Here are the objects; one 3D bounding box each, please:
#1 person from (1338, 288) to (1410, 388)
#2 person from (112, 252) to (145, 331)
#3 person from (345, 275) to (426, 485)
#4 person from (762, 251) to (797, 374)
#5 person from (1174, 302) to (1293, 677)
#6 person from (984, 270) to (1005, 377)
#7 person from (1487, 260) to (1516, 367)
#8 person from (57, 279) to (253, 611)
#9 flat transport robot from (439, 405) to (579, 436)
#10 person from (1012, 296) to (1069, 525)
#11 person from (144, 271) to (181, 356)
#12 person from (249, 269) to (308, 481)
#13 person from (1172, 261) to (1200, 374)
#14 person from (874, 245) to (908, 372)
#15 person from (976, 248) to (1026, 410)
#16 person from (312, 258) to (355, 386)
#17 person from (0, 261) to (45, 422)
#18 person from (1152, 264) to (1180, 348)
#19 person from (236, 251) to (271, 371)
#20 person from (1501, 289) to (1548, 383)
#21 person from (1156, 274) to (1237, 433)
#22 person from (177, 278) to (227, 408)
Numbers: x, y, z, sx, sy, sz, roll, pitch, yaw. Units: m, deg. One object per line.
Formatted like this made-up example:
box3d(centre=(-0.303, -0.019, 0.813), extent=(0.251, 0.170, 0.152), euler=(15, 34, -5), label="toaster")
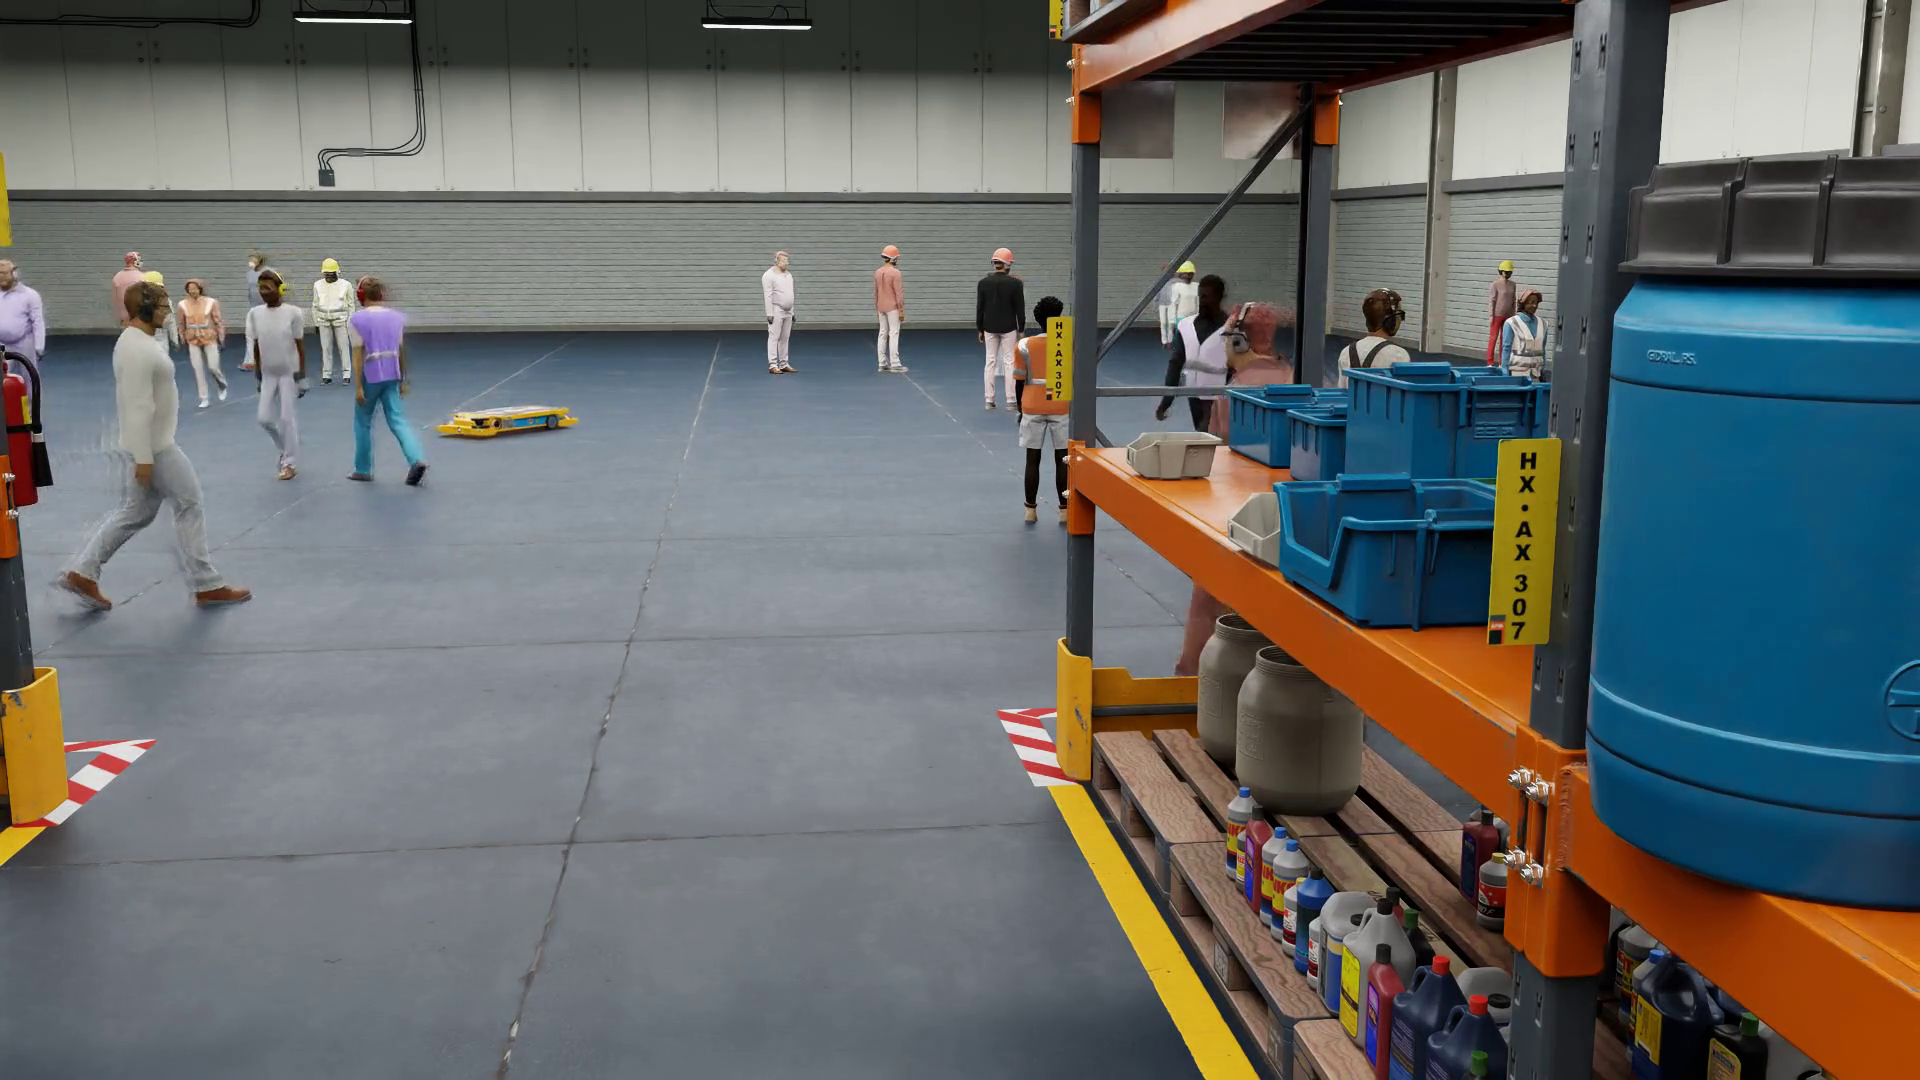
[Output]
box3d(centre=(2.344, -0.488, 9.380), extent=(0.344, 1.847, 0.505), euler=(-7, 12, -33), label="person")
box3d(centre=(-12.257, -3.328, 24.784), extent=(0.643, 1.910, 0.399), euler=(4, 11, 20), label="person")
box3d(centre=(-4.993, -1.378, 14.382), extent=(0.901, 1.810, 0.574), euler=(7, 12, 34), label="person")
box3d(centre=(-2.798, -3.557, 26.041), extent=(0.409, 1.909, 0.641), euler=(6, 12, 31), label="person")
box3d(centre=(1.290, -0.097, 7.221), extent=(0.984, 1.862, 0.671), euler=(8, 13, 39), label="person")
box3d(centre=(0.533, -3.263, 25.183), extent=(0.365, 1.624, 0.528), euler=(-6, 12, -29), label="person")
box3d(centre=(8.647, -3.564, 26.490), extent=(0.523, 1.762, 0.333), euler=(-5, 11, -26), label="person")
box3d(centre=(-4.665, -0.530, 9.473), extent=(0.967, 1.905, 0.643), euler=(-5, 12, -27), label="person")
box3d(centre=(-4.951, -1.326, 18.296), extent=(0.652, 0.197, 1.431), euler=(7, 12, 32), label="flat transport robot")
box3d(centre=(0.654, -0.951, 12.327), extent=(0.532, 1.697, 0.319), euler=(3, 11, 14), label="person")
box3d(centre=(-9.782, -2.409, 20.294), extent=(0.648, 1.710, 0.485), euler=(8, 13, 37), label="person")
box3d(centre=(-5.970, -1.449, 14.647), extent=(0.513, 1.856, 0.444), euler=(1, 10, 4), label="person")
box3d(centre=(3.505, -3.461, 25.915), extent=(0.544, 1.751, 0.485), euler=(-5, 12, -27), label="person")
box3d(centre=(-1.102, -3.648, 26.294), extent=(0.378, 1.995, 0.609), euler=(-10, 14, -44), label="person")
box3d(centre=(0.516, -2.599, 20.546), extent=(0.622, 1.992, 0.395), euler=(4, 11, 19), label="person")
box3d(centre=(-9.006, -3.127, 23.912), extent=(0.588, 1.823, 0.403), euler=(-1, 10, -4), label="person")
box3d(centre=(-10.477, -2.136, 18.369), extent=(0.676, 1.853, 0.975), euler=(-3, 11, -15), label="person")
box3d(centre=(3.932, -4.453, 31.763), extent=(0.524, 1.610, 0.645), euler=(3, 11, 15), label="person")
box3d(centre=(-11.126, -3.604, 26.314), extent=(0.634, 1.909, 0.867), euler=(4, 11, 21), label="person")
box3d(centre=(5.365, -1.563, 15.842), extent=(0.517, 1.639, 0.314), euler=(-4, 11, -21), label="person")
box3d(centre=(1.851, -1.035, 12.359), extent=(1.049, 1.863, 0.602), euler=(-10, 14, -42), label="person")
box3d(centre=(-9.506, -2.477, 20.888), extent=(0.539, 1.623, 0.465), euler=(-1, 10, -7), label="person")
